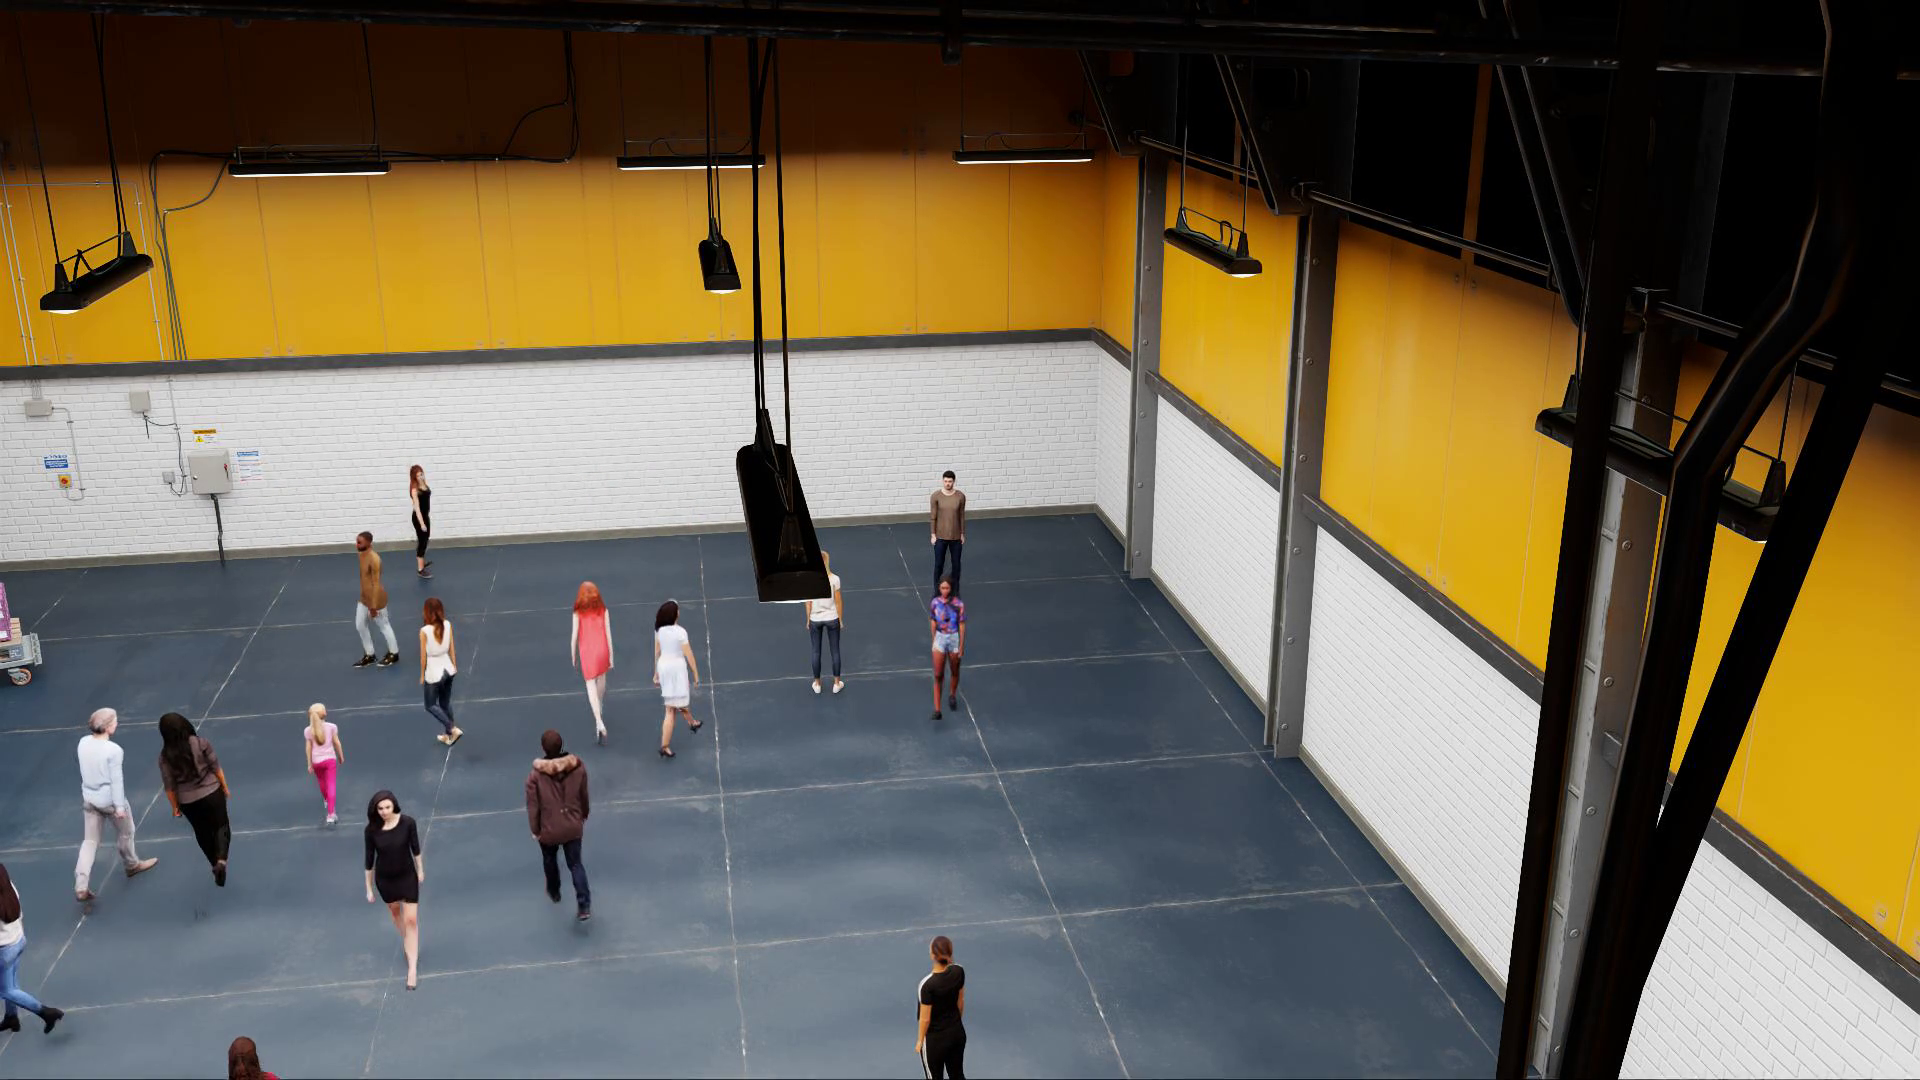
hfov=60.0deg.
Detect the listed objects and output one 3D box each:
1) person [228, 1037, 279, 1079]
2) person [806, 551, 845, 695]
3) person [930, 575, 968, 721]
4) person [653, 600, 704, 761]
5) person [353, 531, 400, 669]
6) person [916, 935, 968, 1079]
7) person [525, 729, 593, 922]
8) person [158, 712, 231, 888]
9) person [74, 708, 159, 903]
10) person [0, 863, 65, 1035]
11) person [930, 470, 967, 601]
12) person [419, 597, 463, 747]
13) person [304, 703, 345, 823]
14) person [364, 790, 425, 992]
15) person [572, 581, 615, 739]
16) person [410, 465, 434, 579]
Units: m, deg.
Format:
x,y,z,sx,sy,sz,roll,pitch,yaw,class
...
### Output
x,y,z,sx,sy,sz,roll,pitch,yaw,class
-4.758,4.121,11.306,0.641,1.517,1.101,-6,20,-17,person
-1.639,0.992,20.141,0.618,1.809,0.544,0,19,-1,person
-0.116,1.227,19.615,0.808,1.698,1.159,2,19,6,person
-3.232,1.592,18.422,1.060,1.768,1.214,9,21,25,person
-7.293,0.731,20.936,0.928,1.795,0.878,-18,25,-42,person
-0.126,3.681,12.375,0.663,1.669,0.682,-16,24,-39,person
-3.625,2.646,15.223,1.035,1.812,1.286,-11,21,-29,person
-7.168,2.507,15.654,0.820,1.802,0.974,-5,19,-15,person
-8.071,2.514,15.571,1.102,1.841,1.336,4,19,13,person
-7.676,3.333,13.498,0.766,1.612,0.882,0,19,0,person
-0.160,-0.078,23.195,0.664,1.887,0.574,-2,19,-5,person
-5.779,1.522,18.621,0.901,1.775,0.840,13,22,33,person
-6.544,2.305,17.120,0.543,1.248,0.910,-4,19,-13,person
-4.879,2.946,14.426,0.664,1.753,1.106,-5,19,-14,person
-4.155,1.403,18.965,0.781,1.780,1.209,-8,20,-22,person
-7.845,-0.306,24.161,0.896,1.702,0.586,-4,19,-11,person
